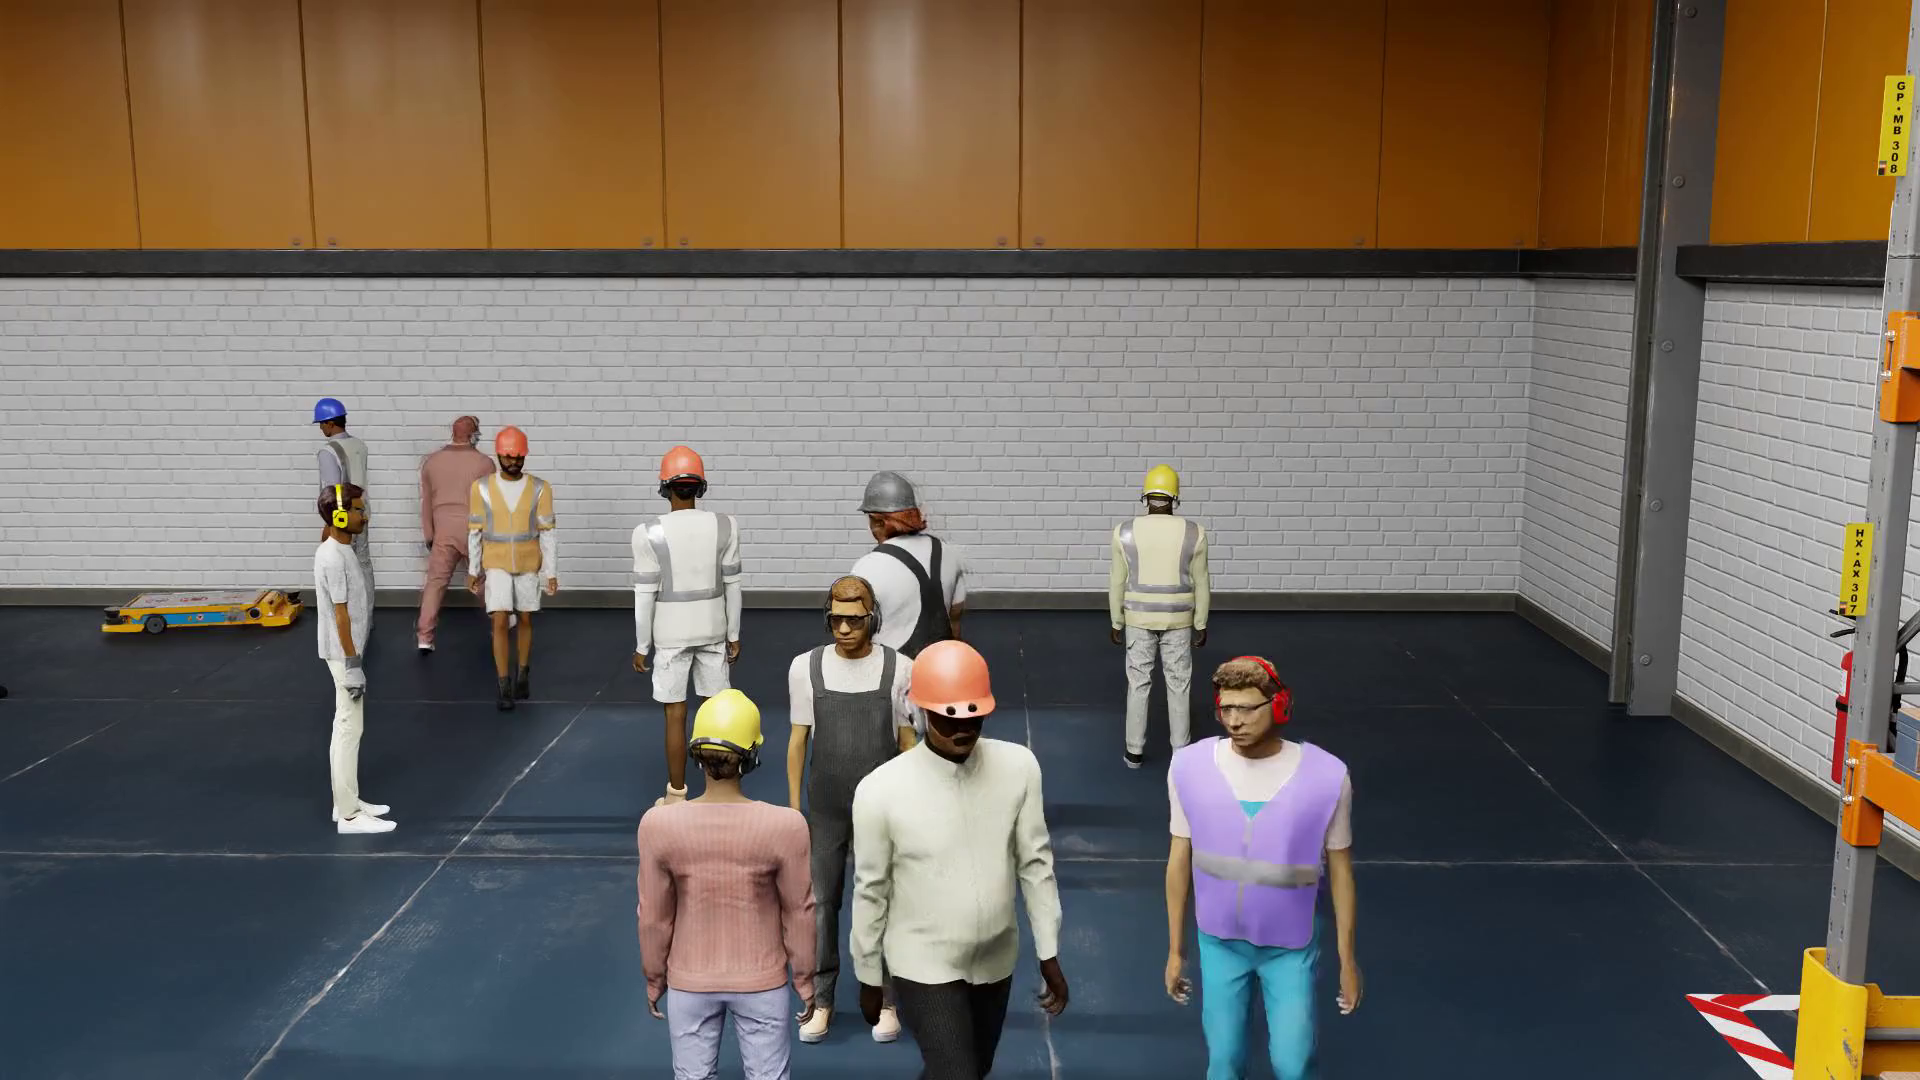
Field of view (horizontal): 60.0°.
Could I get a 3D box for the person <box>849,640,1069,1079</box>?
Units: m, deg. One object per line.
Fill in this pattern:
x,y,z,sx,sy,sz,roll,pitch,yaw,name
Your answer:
-0.049,1.224,5.016,0.607,1.955,0.967,-6,11,-31,person

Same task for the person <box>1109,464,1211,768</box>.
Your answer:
1.189,0.463,9.923,0.600,1.832,0.404,1,10,6,person

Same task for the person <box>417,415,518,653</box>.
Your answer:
-3.919,-0.058,13.081,0.658,1.830,1.124,2,10,10,person

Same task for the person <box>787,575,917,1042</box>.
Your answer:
-0.411,1.037,6.446,0.517,1.843,0.325,0,9,0,person

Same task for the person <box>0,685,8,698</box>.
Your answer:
-6.884,0.168,11.377,0.553,1.934,0.364,-1,9,-4,person

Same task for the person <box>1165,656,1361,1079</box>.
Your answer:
0.947,1.259,5.208,0.640,1.834,0.421,4,10,20,person

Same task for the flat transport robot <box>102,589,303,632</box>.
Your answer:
-6.299,0.582,13.879,1.431,0.197,0.652,-2,10,-12,flat transport robot

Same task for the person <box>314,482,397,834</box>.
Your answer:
-3.235,0.623,8.846,0.328,1.874,0.512,-4,10,-24,person

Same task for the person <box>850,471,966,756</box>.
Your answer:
-0.406,0.641,8.233,0.794,2.000,0.708,8,12,39,person

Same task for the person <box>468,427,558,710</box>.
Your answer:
-3.030,0.193,11.283,0.591,1.912,0.826,-3,10,-17,person

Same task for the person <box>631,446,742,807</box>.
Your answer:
-1.479,0.510,9.007,0.605,2.045,0.378,-5,11,-27,person

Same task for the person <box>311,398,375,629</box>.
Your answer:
-4.998,-0.183,13.472,0.412,1.940,0.605,1,10,8,person

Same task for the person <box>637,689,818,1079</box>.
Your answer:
-0.690,1.318,5.001,0.533,1.767,0.325,0,9,1,person
